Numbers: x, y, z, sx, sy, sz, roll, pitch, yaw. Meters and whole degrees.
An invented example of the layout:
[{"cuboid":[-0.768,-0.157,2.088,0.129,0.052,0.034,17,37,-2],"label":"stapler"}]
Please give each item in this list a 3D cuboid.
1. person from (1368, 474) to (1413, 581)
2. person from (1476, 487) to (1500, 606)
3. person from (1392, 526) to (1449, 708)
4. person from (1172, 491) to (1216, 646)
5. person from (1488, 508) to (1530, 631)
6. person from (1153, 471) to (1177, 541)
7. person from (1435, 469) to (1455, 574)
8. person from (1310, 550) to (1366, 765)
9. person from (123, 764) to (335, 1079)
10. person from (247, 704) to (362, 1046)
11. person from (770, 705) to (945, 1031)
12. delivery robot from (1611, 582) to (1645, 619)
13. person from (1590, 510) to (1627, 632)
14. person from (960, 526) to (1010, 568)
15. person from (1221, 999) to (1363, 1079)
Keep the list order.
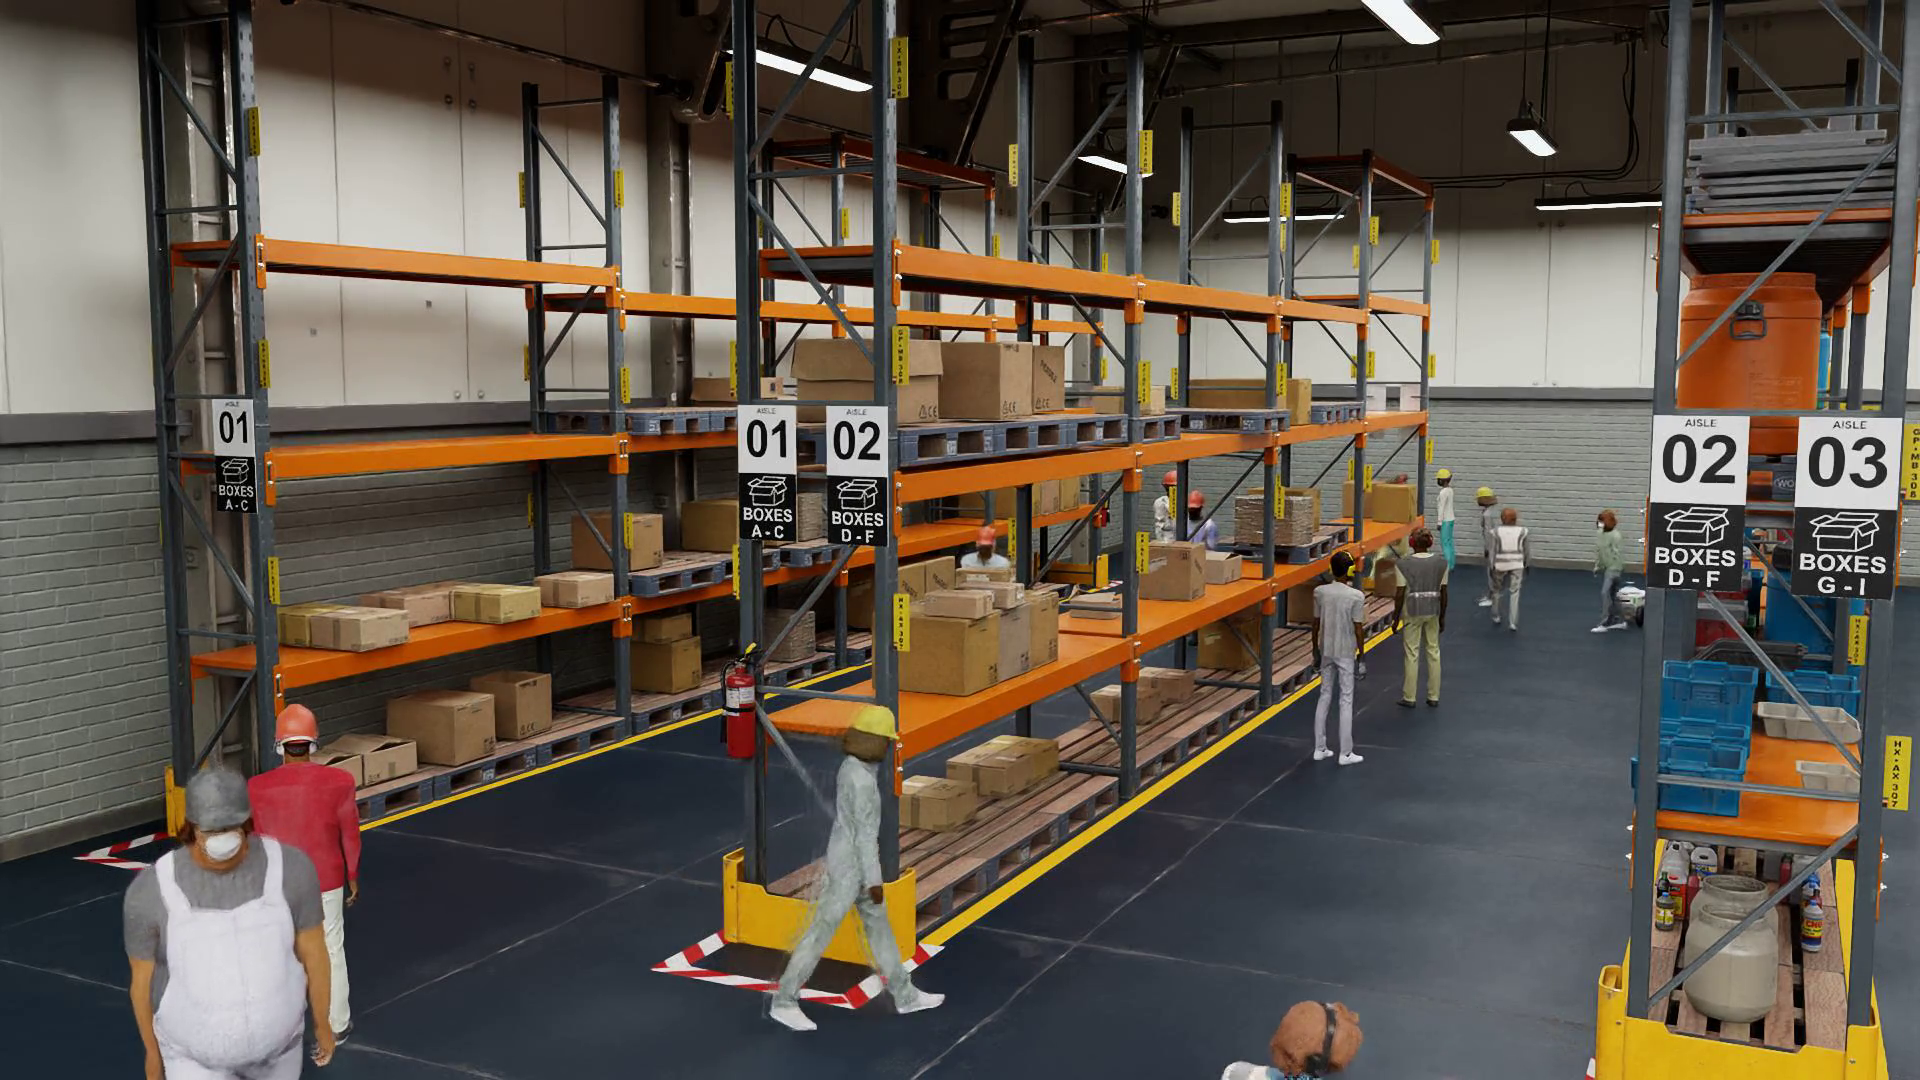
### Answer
[{"cuboid":[6.850,-0.141,26.086,0.992,1.796,0.564,-2,6,-17],"label":"person"},{"cuboid":[7.670,0.090,24.109,0.376,1.728,0.568,4,7,33],"label":"person"},{"cuboid":[4.652,0.783,16.798,0.563,1.848,0.390,-1,6,-7],"label":"person"},{"cuboid":[2.886,0.350,20.634,0.556,1.922,0.410,2,6,15],"label":"person"},{"cuboid":[7.246,0.382,21.955,0.529,1.591,0.875,2,6,16],"label":"person"},{"cuboid":[2.898,0.072,22.771,0.377,2.045,0.605,5,8,40],"label":"person"},{"cuboid":[8.123,-0.314,27.921,0.343,1.758,0.520,3,7,30],"label":"person"},{"cuboid":[3.294,1.019,14.475,0.516,1.861,0.319,5,8,42],"label":"person"},{"cuboid":[-2.747,1.770,6.271,0.687,2.000,0.963,-4,7,-33],"label":"person"},{"cuboid":[-3.310,1.693,8.382,0.565,1.755,0.323,-3,6,-23],"label":"person"},{"cuboid":[-0.564,1.701,8.688,0.936,1.679,0.537,-1,6,-6],"label":"person"},{"cuboid":[9.003,0.806,22.349,0.477,0.478,0.707,4,7,36],"label":"delivery robot"},{"cuboid":[8.481,0.399,21.692,0.567,1.609,0.523,0,6,-4],"label":"person"},{"cuboid":[0.268,0.706,18.073,0.582,1.733,0.441,1,6,12],"label":"person"},{"cuboid":[0.982,2.116,4.962,0.532,1.596,0.622,3,7,27],"label":"person"}]
